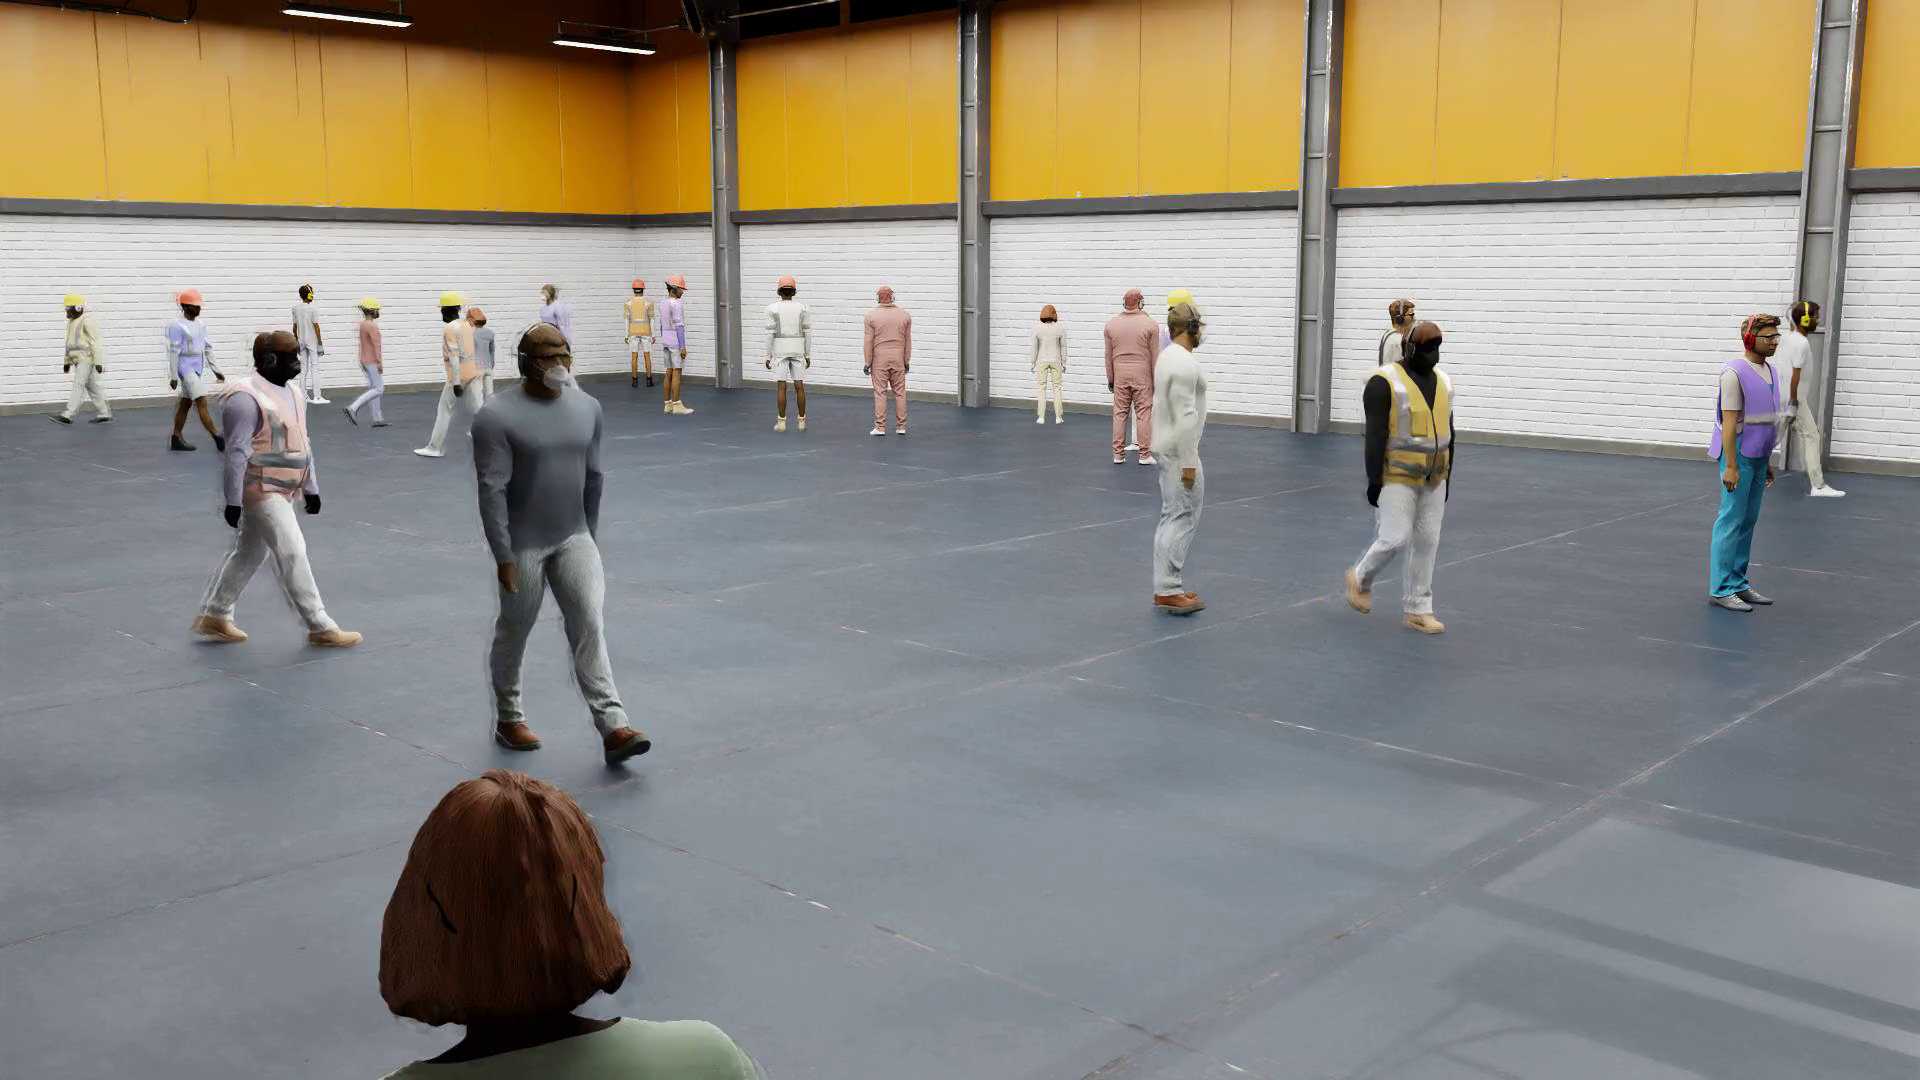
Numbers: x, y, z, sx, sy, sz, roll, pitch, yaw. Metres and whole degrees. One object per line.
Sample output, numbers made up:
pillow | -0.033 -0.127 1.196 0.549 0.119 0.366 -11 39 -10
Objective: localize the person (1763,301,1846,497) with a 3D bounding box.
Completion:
person | 7.759 -1.311 15.525 0.959 1.830 0.536 2 9 10

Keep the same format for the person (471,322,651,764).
person | -1.736 0.025 7.105 0.645 1.885 1.012 -9 13 -42

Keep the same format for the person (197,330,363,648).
person | -3.897 -0.280 9.319 0.970 1.793 0.634 0 9 1

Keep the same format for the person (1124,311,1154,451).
person | 2.102 -1.852 19.393 0.308 1.641 0.516 7 12 36

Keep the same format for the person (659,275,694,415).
person | -4.144 -2.843 24.266 0.392 2.033 0.605 -6 11 -34

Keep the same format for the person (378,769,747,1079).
person | -0.509 1.032 1.839 0.513 1.599 0.778 -6 11 -34

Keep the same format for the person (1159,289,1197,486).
person | 2.089 -1.451 16.056 0.369 1.928 0.585 1 9 4

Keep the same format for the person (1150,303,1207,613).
person | 1.365 -0.511 10.384 0.342 1.914 0.728 0 9 -2

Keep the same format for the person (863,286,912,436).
person | -0.937 -2.275 21.184 0.643 1.905 0.399 -4 10 -21

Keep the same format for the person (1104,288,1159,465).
person | 1.884 -1.759 18.000 0.643 1.912 0.410 4 10 24

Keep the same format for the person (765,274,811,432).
person | -2.245 -2.429 21.697 0.605 2.045 0.377 -3 10 -17

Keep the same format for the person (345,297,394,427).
person | -7.902 -2.360 22.171 0.582 1.746 0.535 -6 11 -34

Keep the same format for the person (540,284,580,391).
person | -6.375 -3.060 26.048 1.045 1.889 0.643 -7 12 -38

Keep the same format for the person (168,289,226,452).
person | -8.794 -1.952 19.271 0.986 1.883 0.550 1 9 4

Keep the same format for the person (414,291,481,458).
person | -5.618 -1.846 18.655 1.008 1.875 0.607 1 9 7

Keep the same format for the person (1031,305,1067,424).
person | 1.216 -2.403 22.794 0.499 1.632 0.285 0 9 3

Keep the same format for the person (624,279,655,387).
person | -5.752 -3.710 29.881 0.552 1.932 0.377 -1 9 -8

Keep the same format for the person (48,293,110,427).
person | -11.920 -2.416 22.387 0.630 1.784 0.896 8 12 40

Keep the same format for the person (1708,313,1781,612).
person | 4.907 -0.489 10.406 0.566 1.846 0.387 -8 13 -42

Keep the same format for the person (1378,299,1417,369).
person | 4.005 -1.286 15.293 0.329 1.844 0.515 0 9 2

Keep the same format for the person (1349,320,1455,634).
person | 2.616 -0.376 9.772 0.644 1.827 0.578 -4 10 -25

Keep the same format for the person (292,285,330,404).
person | -10.227 -3.068 26.140 0.520 1.874 0.327 3 10 19

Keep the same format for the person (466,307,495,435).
person | -6.132 -2.146 21.216 0.279 1.633 0.499 5 10 28
